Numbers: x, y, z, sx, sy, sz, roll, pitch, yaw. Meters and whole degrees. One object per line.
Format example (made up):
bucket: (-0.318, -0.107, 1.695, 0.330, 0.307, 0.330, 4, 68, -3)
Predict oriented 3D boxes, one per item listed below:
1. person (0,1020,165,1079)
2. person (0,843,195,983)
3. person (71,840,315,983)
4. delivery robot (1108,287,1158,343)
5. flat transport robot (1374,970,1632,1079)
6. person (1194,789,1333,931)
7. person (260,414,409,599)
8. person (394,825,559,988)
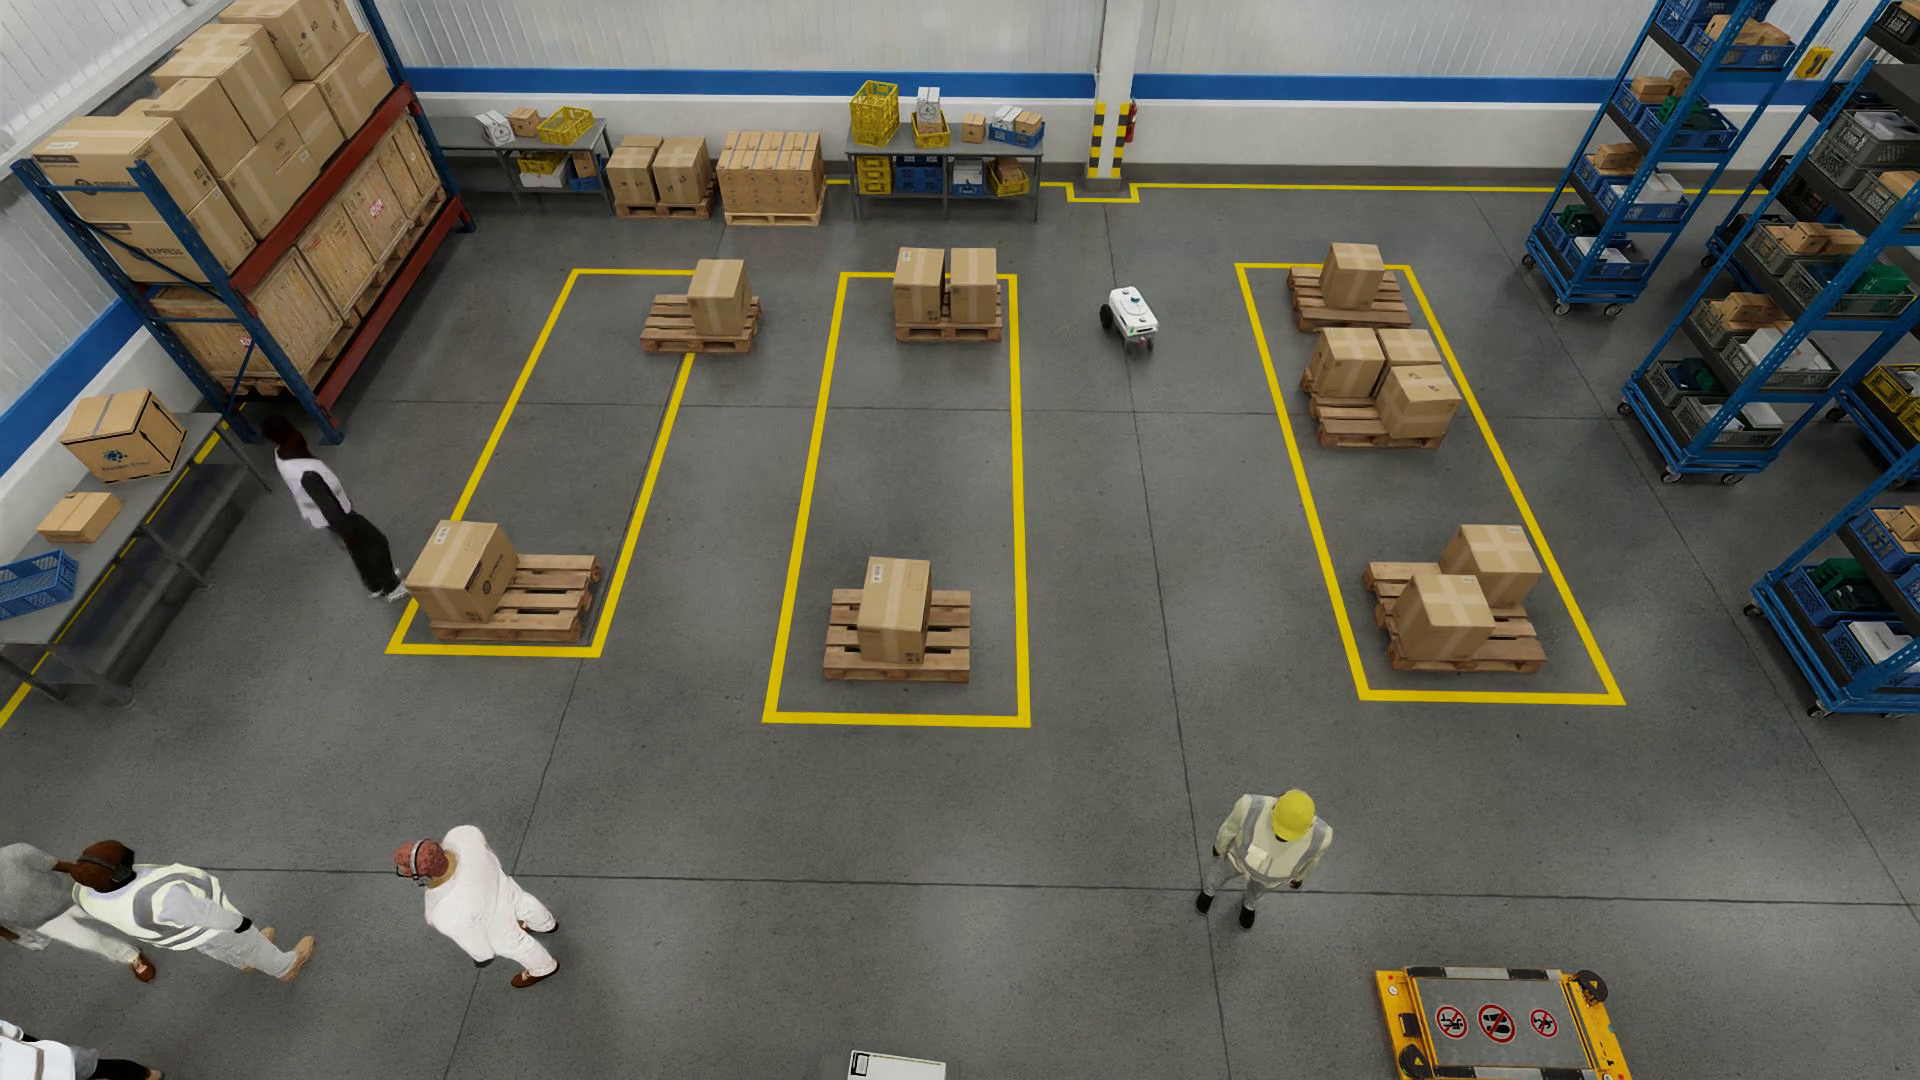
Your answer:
person: (-5.090, 3.022, 5.090, 0.321, 1.696, 0.536, -25, 55, -19)
person: (-5.511, 2.264, 5.615, 0.334, 1.858, 0.529, 37, 60, 26)
person: (-4.677, 2.292, 5.600, 0.633, 1.839, 0.429, 8, 51, 6)
delivery robot: (1.942, -2.544, 10.302, 0.477, 0.478, 0.707, -12, 52, -9)
flat transport robot: (3.501, 3.133, 5.914, 1.431, 0.197, 0.652, 1, 51, 1)
person: (1.908, 2.027, 5.815, 0.600, 1.829, 0.404, 18, 53, 14)
person: (-5.202, -0.242, 7.642, 0.682, 1.866, 0.443, 32, 58, 23)
person: (-2.911, 2.252, 5.585, 0.407, 1.910, 0.638, -10, 52, -8)
